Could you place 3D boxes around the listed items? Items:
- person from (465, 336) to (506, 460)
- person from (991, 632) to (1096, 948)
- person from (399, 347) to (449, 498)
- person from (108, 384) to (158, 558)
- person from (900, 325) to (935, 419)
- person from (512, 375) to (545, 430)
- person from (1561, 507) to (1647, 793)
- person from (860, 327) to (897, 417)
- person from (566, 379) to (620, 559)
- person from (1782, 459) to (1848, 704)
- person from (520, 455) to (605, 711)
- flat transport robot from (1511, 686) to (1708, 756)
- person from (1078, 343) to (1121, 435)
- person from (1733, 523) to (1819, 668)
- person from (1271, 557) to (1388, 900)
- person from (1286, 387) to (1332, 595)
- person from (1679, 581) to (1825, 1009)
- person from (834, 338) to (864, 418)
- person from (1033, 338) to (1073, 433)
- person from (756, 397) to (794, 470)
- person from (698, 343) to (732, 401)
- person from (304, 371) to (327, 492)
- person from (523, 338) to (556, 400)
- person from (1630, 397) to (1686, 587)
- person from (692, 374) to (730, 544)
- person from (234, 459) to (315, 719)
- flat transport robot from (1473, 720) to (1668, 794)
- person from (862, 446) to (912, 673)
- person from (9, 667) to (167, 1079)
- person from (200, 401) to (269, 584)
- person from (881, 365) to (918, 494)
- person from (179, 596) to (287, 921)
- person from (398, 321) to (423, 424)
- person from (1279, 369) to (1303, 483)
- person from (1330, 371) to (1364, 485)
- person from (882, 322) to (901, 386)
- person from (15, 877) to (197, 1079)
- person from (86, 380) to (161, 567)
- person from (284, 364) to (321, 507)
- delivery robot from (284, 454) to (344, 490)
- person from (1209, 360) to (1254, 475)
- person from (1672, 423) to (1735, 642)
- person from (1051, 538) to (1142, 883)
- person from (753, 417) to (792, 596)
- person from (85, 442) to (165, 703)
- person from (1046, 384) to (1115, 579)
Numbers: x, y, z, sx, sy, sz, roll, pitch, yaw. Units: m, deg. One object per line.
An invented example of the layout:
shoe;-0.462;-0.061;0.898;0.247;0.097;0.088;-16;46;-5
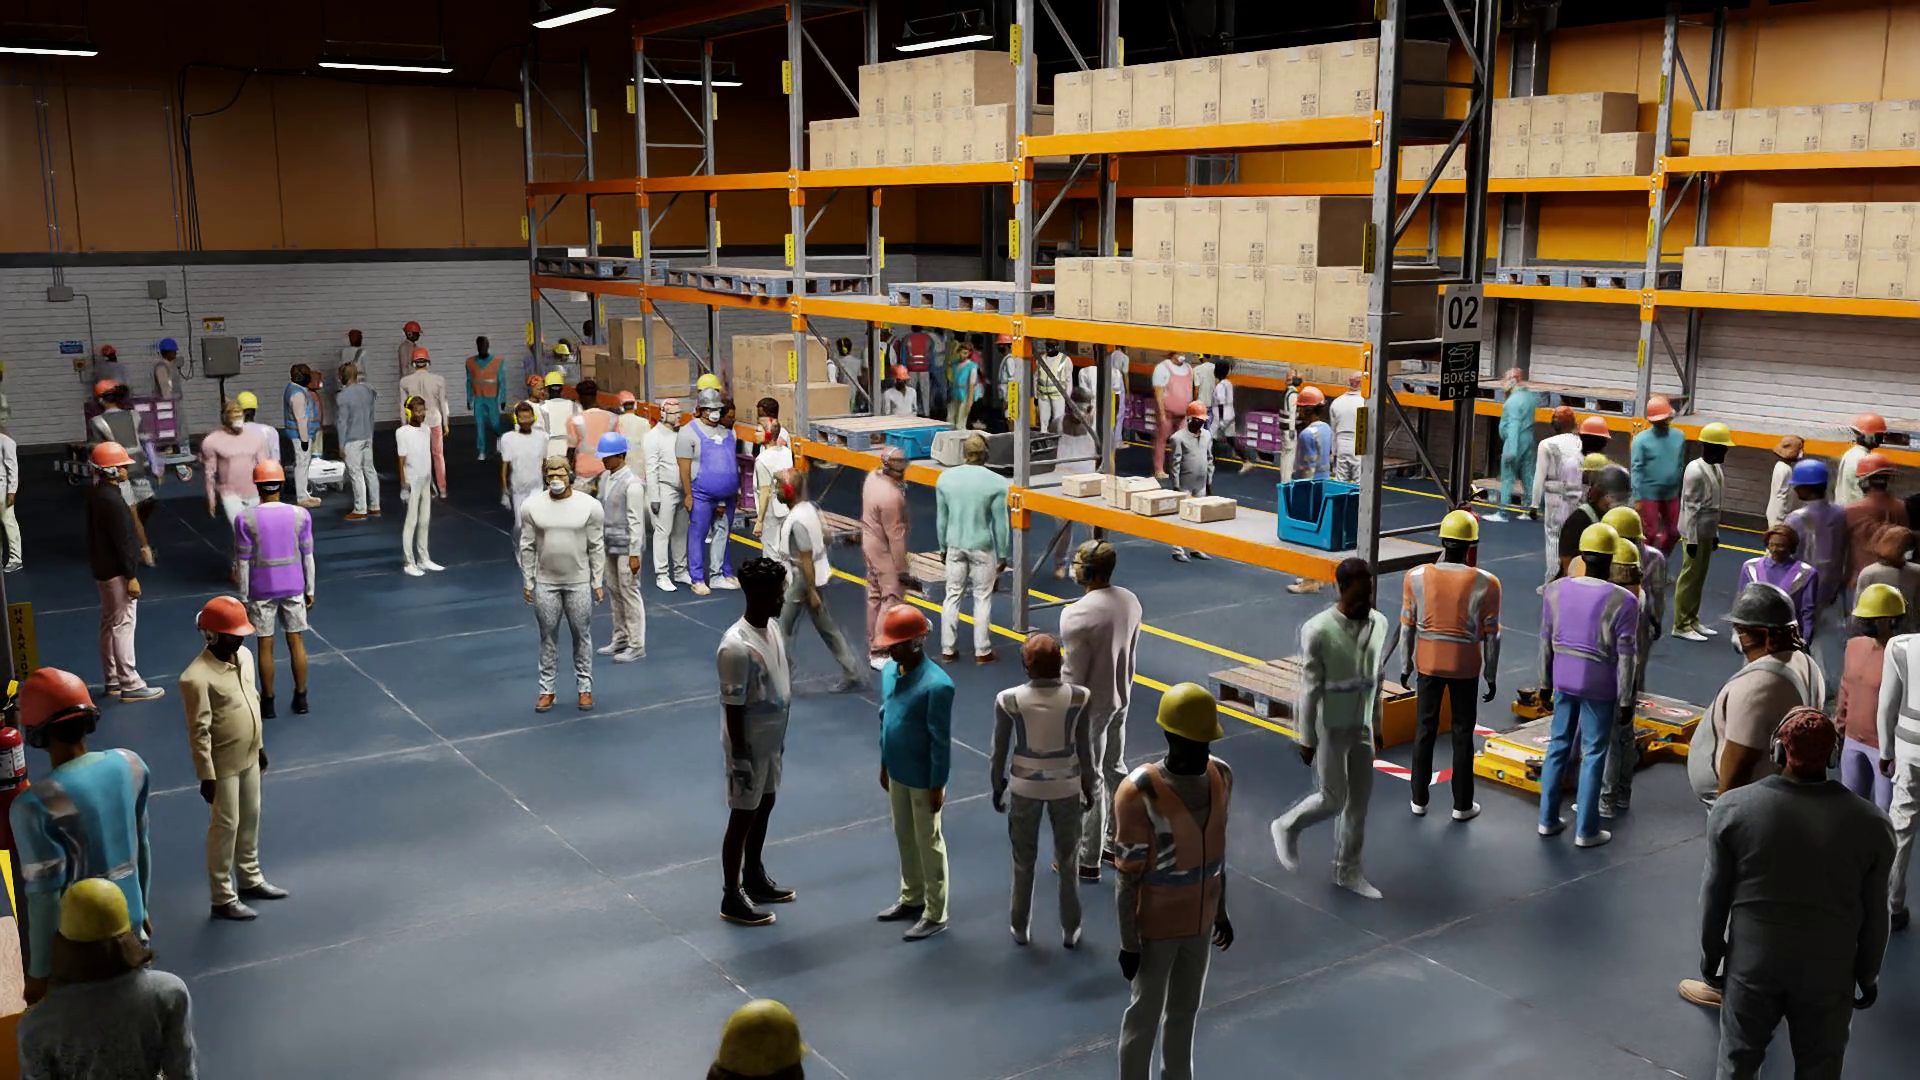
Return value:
person;-7.234;-2.188;25.450;0.600;1.899;0.709;0;11;-2
person;0.420;1.271;8.417;0.528;1.631;0.325;0;11;2
person;-7.029;-1.534;21.853;0.620;1.986;0.410;-3;11;-15
person;-8.936;-0.720;17.849;0.375;1.931;0.667;0;11;1
person;-0.768;-3.066;30.094;0.631;1.836;0.432;-2;11;-10
person;-4.907;-0.974;19.261;0.358;1.880;0.575;7;13;31
person;4.040;0.734;10.451;0.398;1.916;0.594;-4;12;-20
person;-1.345;-2.448;26.380;0.537;2.000;0.684;9;14;40
person;-3.953;-0.759;17.986;0.612;1.947;0.439;-7;13;-32
person;6.239;0.353;12.318;0.635;1.928;0.457;-4;12;-21
person;-2.970;0.323;12.461;0.627;1.941;0.371;-1;11;-7
flat transport robot;4.794;1.251;11.991;0.652;0.197;1.431;-9;15;-40
person;1.935;-1.788;23.231;0.609;1.958;0.376;-1;11;-7
person;5.566;0.688;11.384;0.519;1.631;0.319;10;15;43
person;2.058;1.003;9.102;0.591;1.901;0.580;-7;13;-33
person;3.419;-0.482;16.313;0.397;2.043;0.609;6;13;29
person;3.695;1.181;7.809;0.681;2.000;0.535;-9;14;-40
person;-1.768;-2.226;25.800;0.492;1.825;0.702;-10;15;-42
person;1.415;-2.211;25.679;0.636;1.842;0.429;5;12;25
person;-1.843;-0.476;16.645;0.409;1.907;0.598;-4;12;-18
person;-3.882;-2.301;26.371;0.539;1.752;0.514;-2;11;-10
person;-8.696;-1.467;22.430;0.282;1.624;0.514;-1;11;-6
person;-6.432;-2.224;25.595;0.572;1.889;0.597;0;11;0
person;6.875;-0.457;16.432;0.673;1.947;0.511;-3;11;-15
person;-2.836;-0.919;18.841;0.360;1.930;0.587;-4;12;-19
person;-5.061;0.361;12.318;0.550;1.923;0.391;-8;14;-35
flat transport robot;4.085;1.403;11.213;1.431;0.197;0.652;-8;14;-36
person;-0.591;0.133;13.655;0.396;1.863;0.725;-4;12;-19
person;-3.311;1.477;6.297;0.394;2.040;0.609;3;11;13
person;-7.151;-0.437;16.463;0.976;1.906;0.641;10;15;42
person;-0.773;-1.467;22.125;0.588;1.735;0.385;-8;14;-36
person;-3.838;1.140;8.790;0.348;1.740;0.574;1;11;6
person;-8.949;-2.582;27.219;0.408;1.986;0.617;1;11;5
person;4.494;-1.501;22.601;0.318;1.627;0.521;1;11;5
person;4.631;-1.018;19.434;0.403;1.900;0.645;-10;15;-42
person;-1.330;-3.117;30.364;0.593;1.825;0.403;10;15;43
person;-2.565;1.877;5.086;0.494;1.714;0.778;-10;15;-42
person;-8.957;-0.724;17.721;1.081;1.969;0.637;7;13;32
person;-8.381;-1.333;21.222;0.431;1.836;0.619;-5;12;-26
delivery robot;-8.550;-0.903;22.044;0.707;0.478;0.477;-11;15;-44
person;3.814;-1.744;23.779;0.856;1.660;0.536;6;12;27
person;6.500;-0.074;14.542;0.396;1.920;0.586;10;15;42
person;0.751;0.944;9.281;0.372;1.940;0.630;9;14;39
person;-1.737;-0.228;15.510;0.388;1.849;0.565;4;12;18
person;-6.438;0.242;12.729;0.608;1.996;0.382;11;15;44
person;1.181;-0.592;16.884;0.744;2.000;0.539;4;12;18
